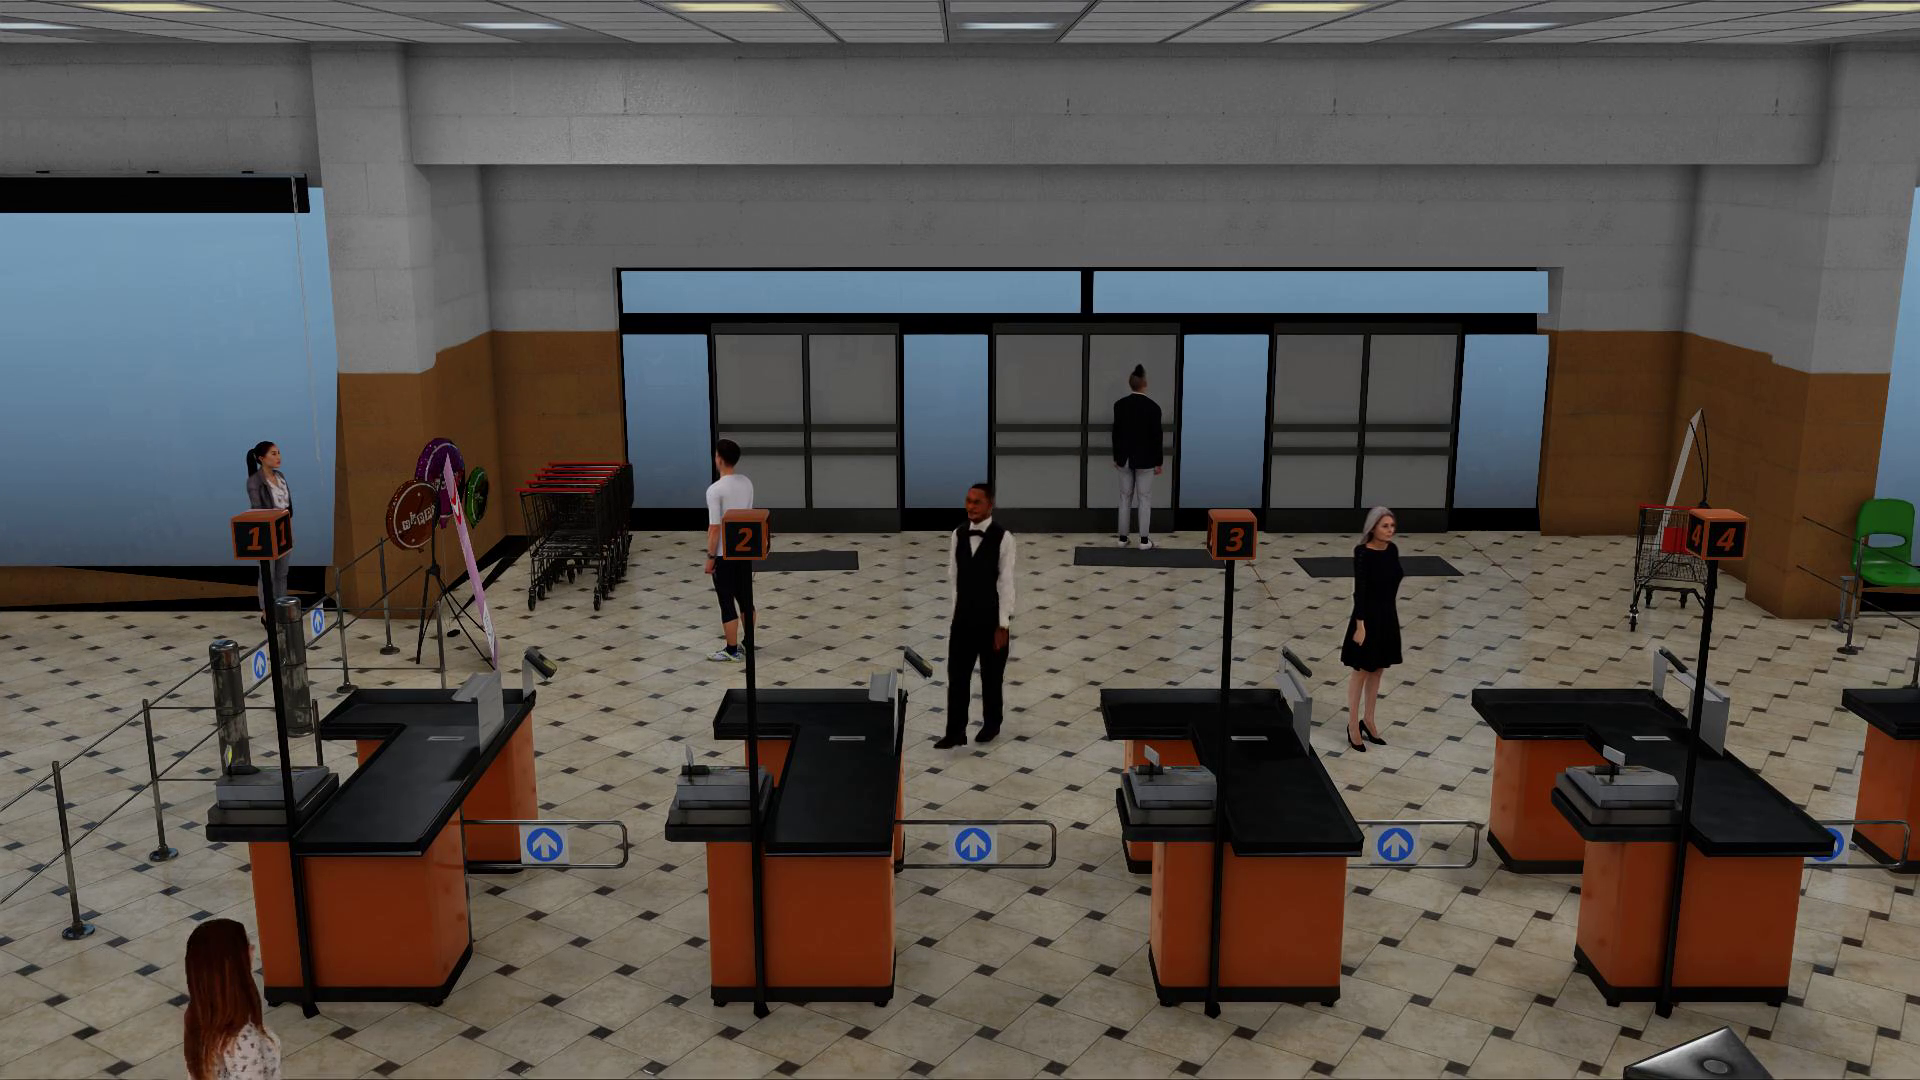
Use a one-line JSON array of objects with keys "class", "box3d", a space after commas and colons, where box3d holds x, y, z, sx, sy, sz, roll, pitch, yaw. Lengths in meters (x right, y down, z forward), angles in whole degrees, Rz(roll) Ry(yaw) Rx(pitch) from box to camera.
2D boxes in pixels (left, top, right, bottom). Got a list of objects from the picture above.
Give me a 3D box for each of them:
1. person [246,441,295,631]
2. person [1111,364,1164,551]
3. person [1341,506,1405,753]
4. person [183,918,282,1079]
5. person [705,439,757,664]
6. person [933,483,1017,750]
[{"class": "person", "box3d": [-6.031, -0.039, 14.548, 0.728, 1.675, 0.599, 4, 14, 15]}, {"class": "person", "box3d": [1.845, -0.874, 17.400, 0.798, 1.953, 0.773, 7, 15, 27]}, {"class": "person", "box3d": [2.921, 0.613, 11.711, 0.704, 1.746, 0.742, -10, 17, -35]}, {"class": "person", "box3d": [-2.507, 2.128, 5.604, 1.130, 1.680, 1.137, -11, 18, -38]}, {"class": "person", "box3d": [-1.875, 0.085, 13.664, 0.812, 1.851, 0.712, 9, 16, 33]}, {"class": "person", "box3d": [0.207, 0.518, 11.782, 0.990, 1.897, 1.103, 8, 16, 29]}]
